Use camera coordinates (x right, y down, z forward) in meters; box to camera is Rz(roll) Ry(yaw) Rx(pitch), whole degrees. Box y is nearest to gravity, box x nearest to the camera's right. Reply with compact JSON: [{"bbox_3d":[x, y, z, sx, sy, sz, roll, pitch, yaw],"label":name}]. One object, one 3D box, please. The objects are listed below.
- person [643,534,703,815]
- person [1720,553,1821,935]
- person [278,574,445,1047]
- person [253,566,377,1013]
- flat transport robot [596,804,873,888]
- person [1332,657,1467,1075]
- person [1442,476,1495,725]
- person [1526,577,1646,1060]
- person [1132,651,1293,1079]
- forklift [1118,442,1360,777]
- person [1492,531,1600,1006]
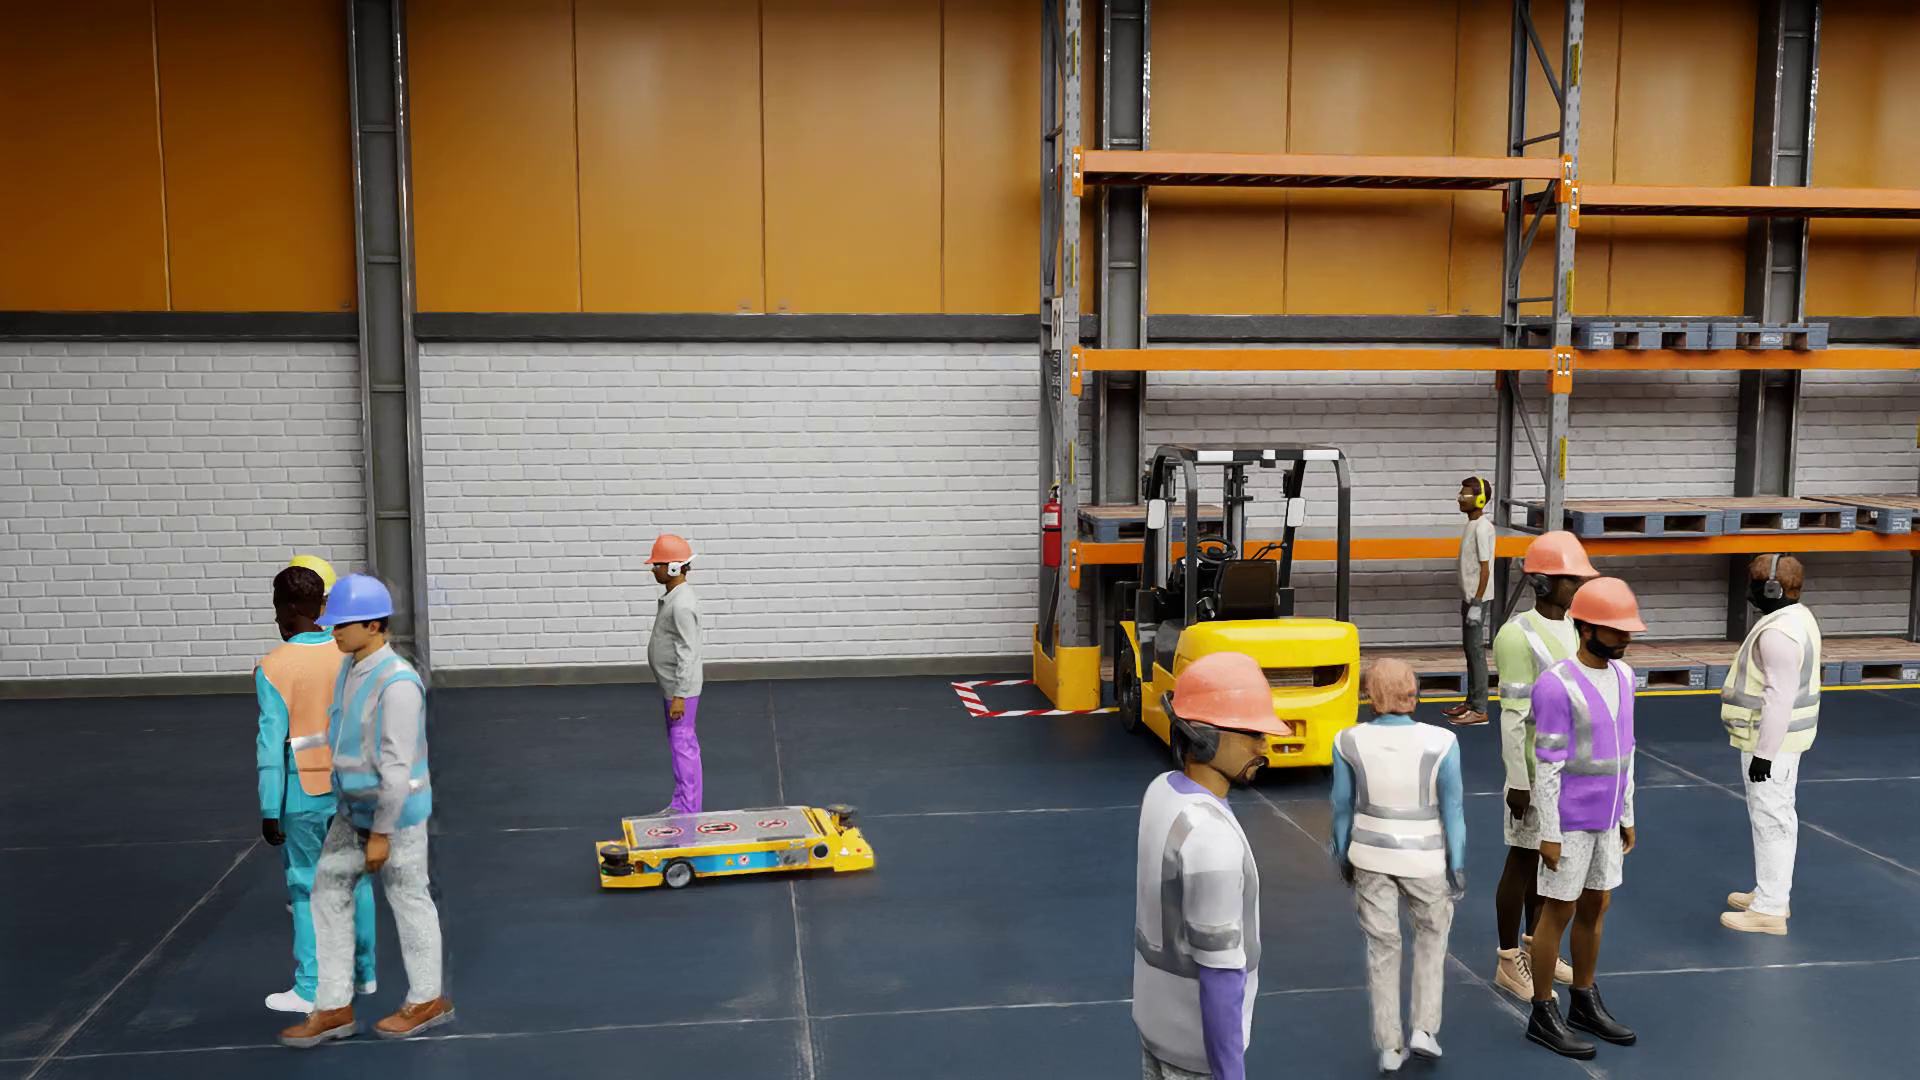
[{"bbox_3d":[-1.672,0.837,9.740,0.329,1.751,0.568,-2,7,-16],"label":"person"},{"bbox_3d":[3.936,0.980,8.106,0.429,1.842,0.636,4,8,32],"label":"person"},{"bbox_3d":[-2.430,1.099,6.650,0.786,1.923,0.622,-6,9,-44],"label":"person"},{"bbox_3d":[-2.739,1.061,7.110,0.398,1.911,0.587,3,7,26],"label":"person"},{"bbox_3d":[-1.237,1.651,9.044,1.431,0.197,0.652,-2,7,-15],"label":"flat transport robot"},{"bbox_3d":[1.712,1.266,6.510,0.534,1.617,0.405,3,7,24],"label":"person"},{"bbox_3d":[3.856,0.457,12.557,0.323,1.872,0.530,1,7,9],"label":"person"},{"bbox_3d":[2.527,1.102,6.664,0.544,1.930,0.389,-4,8,-33],"label":"person"},{"bbox_3d":[0.658,1.302,4.420,0.387,2.039,0.614,-1,7,-7],"label":"person"},{"bbox_3d":[1.912,0.418,11.496,1.214,2.155,2.313,-1,7,-8],"label":"forklift"},{"bbox_3d":[2.561,0.977,7.244,0.608,2.048,0.365,-6,9,-43],"label":"person"}]
